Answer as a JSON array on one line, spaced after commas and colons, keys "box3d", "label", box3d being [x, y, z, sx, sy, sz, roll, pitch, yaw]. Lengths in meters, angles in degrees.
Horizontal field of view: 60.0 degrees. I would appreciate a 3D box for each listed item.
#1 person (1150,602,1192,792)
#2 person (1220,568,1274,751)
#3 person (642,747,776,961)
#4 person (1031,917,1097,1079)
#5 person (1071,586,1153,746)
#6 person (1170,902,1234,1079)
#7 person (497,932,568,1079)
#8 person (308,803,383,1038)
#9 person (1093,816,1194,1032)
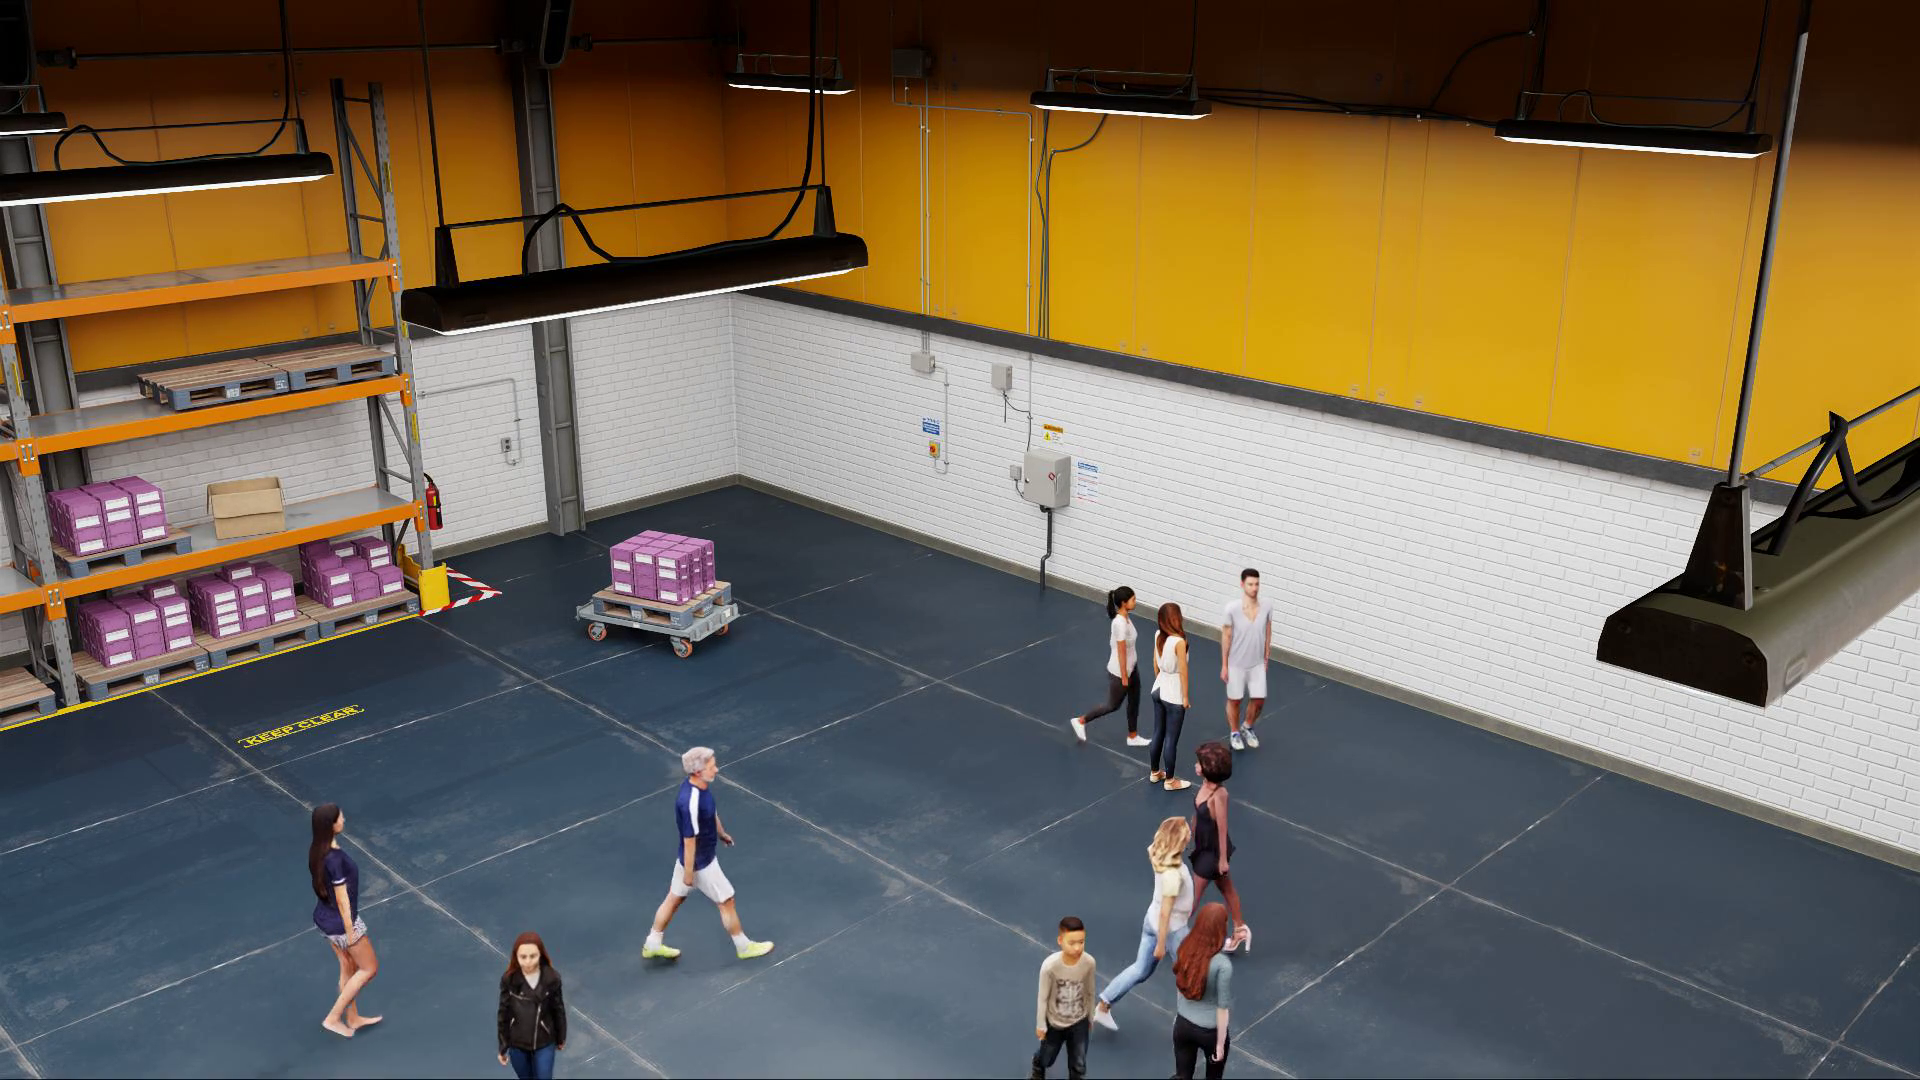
[{"box3d": [1.887, 1.413, 15.066, 0.612, 1.767, 0.632, -11, 21, -29], "label": "person"}, {"box3d": [2.678, 1.107, 15.860, 0.785, 1.839, 0.872, -3, 19, -8], "label": "person"}, {"box3d": [-2.022, 2.355, 12.241, 1.292, 1.786, 1.075, -4, 19, -12], "label": "person"}, {"box3d": [0.654, 3.054, 10.698, 0.963, 1.445, 0.914, -5, 19, -14], "label": "person"}, {"box3d": [1.452, 1.236, 15.827, 0.959, 1.618, 1.023, 4, 19, 12], "label": "person"}, {"box3d": [1.431, 3.064, 10.240, 0.614, 1.718, 1.080, 18, 25, 42], "label": "person"}, {"box3d": [-2.708, 3.114, 10.495, 0.893, 1.461, 0.933, -1, 19, -3], "label": "person"}, {"box3d": [-4.322, 2.652, 11.404, 0.668, 1.756, 0.632, -14, 23, -36], "label": "person"}, {"box3d": [1.311, 2.691, 11.401, 1.231, 1.685, 1.063, -3, 19, -10], "label": "person"}]
